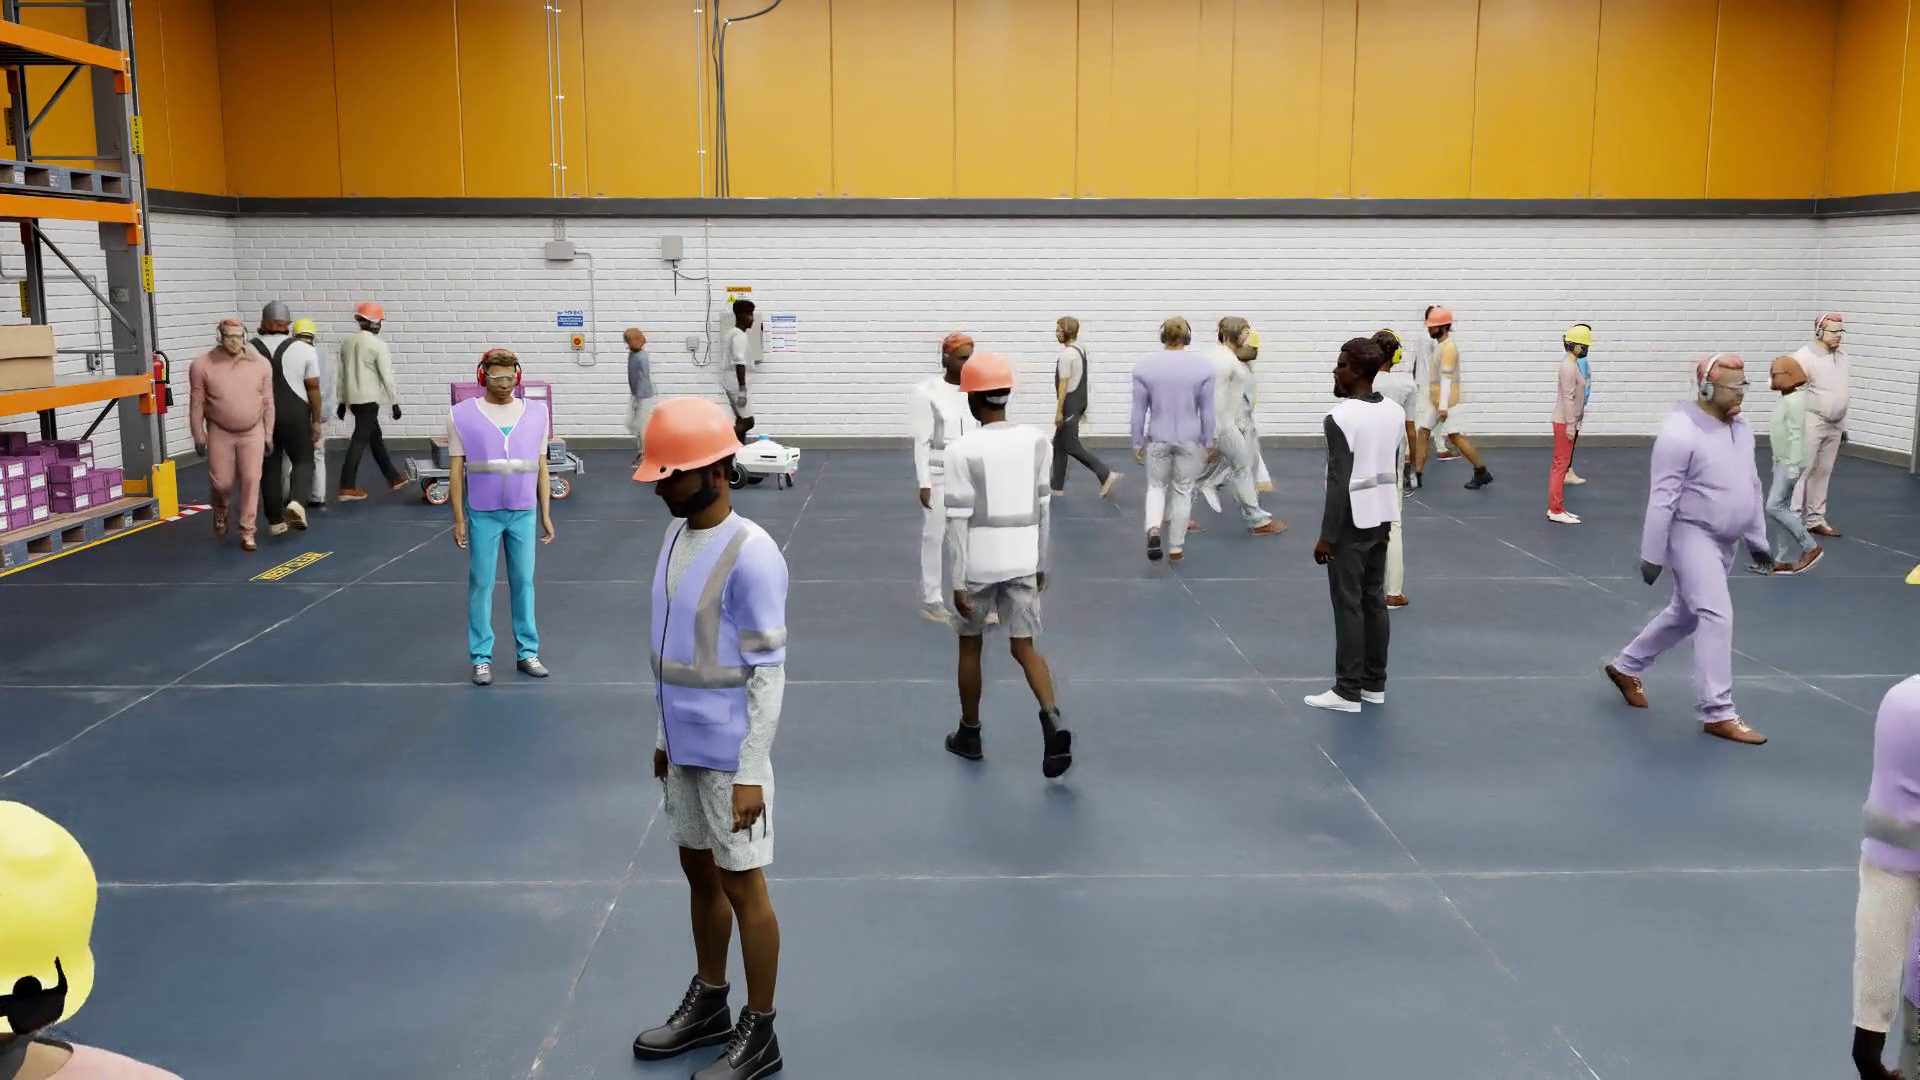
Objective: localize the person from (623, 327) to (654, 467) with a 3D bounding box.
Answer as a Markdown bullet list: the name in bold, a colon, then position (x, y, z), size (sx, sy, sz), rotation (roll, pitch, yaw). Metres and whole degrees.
- **person**: position (-3.669, -1.619, 18.963), size (0.352, 1.612, 0.530), rotation (-6, 11, -32)

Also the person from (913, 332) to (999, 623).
- **person**: position (-0.023, -0.370, 10.542), size (0.598, 1.862, 0.697), rotation (-5, 11, -29)

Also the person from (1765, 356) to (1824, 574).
- **person**: position (6.109, -0.535, 12.241), size (0.379, 1.622, 0.540), rotation (2, 10, 14)

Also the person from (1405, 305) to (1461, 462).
- **person**: position (5.595, -1.808, 19.428), size (0.852, 1.838, 0.522), rotation (0, 9, -1)

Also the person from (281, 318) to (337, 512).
- **person**: position (-6.092, -1.151, 15.472), size (0.435, 1.809, 0.616), rotation (9, 13, 42)

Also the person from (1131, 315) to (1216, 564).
- **person**: position (1.621, -0.745, 12.637), size (0.634, 1.922, 0.531), rotation (2, 10, 13)

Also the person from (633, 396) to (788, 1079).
- **person**: position (-0.703, 0.565, 4.592), size (0.374, 1.928, 0.543), rotation (-7, 12, -38)

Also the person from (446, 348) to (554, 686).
- **person**: position (-2.524, -0.138, 9.173), size (0.565, 1.840, 0.390), rotation (-6, 11, -31)

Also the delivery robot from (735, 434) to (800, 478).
- **delivery robot**: position (-2.021, -0.852, 17.190), size (0.707, 0.478, 0.477), rotation (3, 10, 18)

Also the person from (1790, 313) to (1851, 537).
- **person**: position (7.241, -0.953, 14.000), size (0.643, 1.900, 0.402), rotation (-5, 10, -26)

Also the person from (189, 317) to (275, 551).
- **person**: position (-5.881, -0.863, 13.477), size (0.640, 1.887, 0.579), rotation (-6, 11, -32)

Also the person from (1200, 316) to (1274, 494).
- **person**: position (2.746, -1.355, 16.793), size (0.945, 1.799, 0.623), rotation (2, 9, 9)

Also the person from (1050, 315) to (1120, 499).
- **person**: position (1.166, -1.285, 16.305), size (0.848, 1.823, 0.527), rotation (3, 10, 18)

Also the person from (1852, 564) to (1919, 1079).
- **person**: position (2.006, 0.839, 3.060), size (0.677, 1.897, 0.728), rotation (0, 9, -1)

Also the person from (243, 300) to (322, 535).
- **person**: position (-5.796, -1.050, 14.152), size (0.700, 2.000, 0.658), rotation (-2, 9, -10)

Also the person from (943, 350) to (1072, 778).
- **person**: position (0.200, 0.113, 7.440), size (0.555, 1.912, 0.823), rotation (-4, 10, -24)

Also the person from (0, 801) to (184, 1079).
- **person**: position (-1.100, 1.110, 1.836), size (0.578, 1.728, 0.409), rotation (-2, 10, -14)

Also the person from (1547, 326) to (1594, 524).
- **person**: position (5.470, -1.033, 14.911), size (0.327, 1.761, 0.522), rotation (3, 10, 19)

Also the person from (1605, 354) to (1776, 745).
- **person**: position (3.616, 0.003, 8.239), size (0.640, 1.869, 0.921), rotation (-7, 12, -37)

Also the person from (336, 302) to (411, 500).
- **person**: position (-5.843, -1.393, 16.553), size (0.615, 1.928, 1.053), rotation (6, 11, 34)

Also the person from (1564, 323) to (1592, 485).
- **person**: position (6.490, -1.437, 17.575), size (0.319, 1.695, 0.539), rotation (1, 9, 7)

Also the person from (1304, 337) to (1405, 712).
- **person**: position (2.049, -0.077, 8.547), size (0.596, 1.921, 0.382), rotation (-9, 13, -44)

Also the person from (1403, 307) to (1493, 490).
- **person**: position (5.023, -1.443, 17.062), size (0.979, 1.890, 0.545), rotation (1, 9, 7)

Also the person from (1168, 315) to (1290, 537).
- **person**: position (2.254, -0.955, 14.104), size (1.014, 1.886, 0.636), rotation (1, 9, 7)

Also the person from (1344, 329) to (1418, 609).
- **person**: position (2.809, -0.470, 11.129), size (0.508, 1.869, 0.329), rotation (4, 10, 21)

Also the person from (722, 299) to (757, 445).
- **person**: position (-2.510, -1.698, 18.440), size (0.561, 1.945, 0.606), rotation (-3, 10, -18)

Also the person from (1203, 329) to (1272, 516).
- **person**: position (2.560, -1.059, 15.156), size (0.518, 1.726, 0.502), rotation (4, 10, 24)
